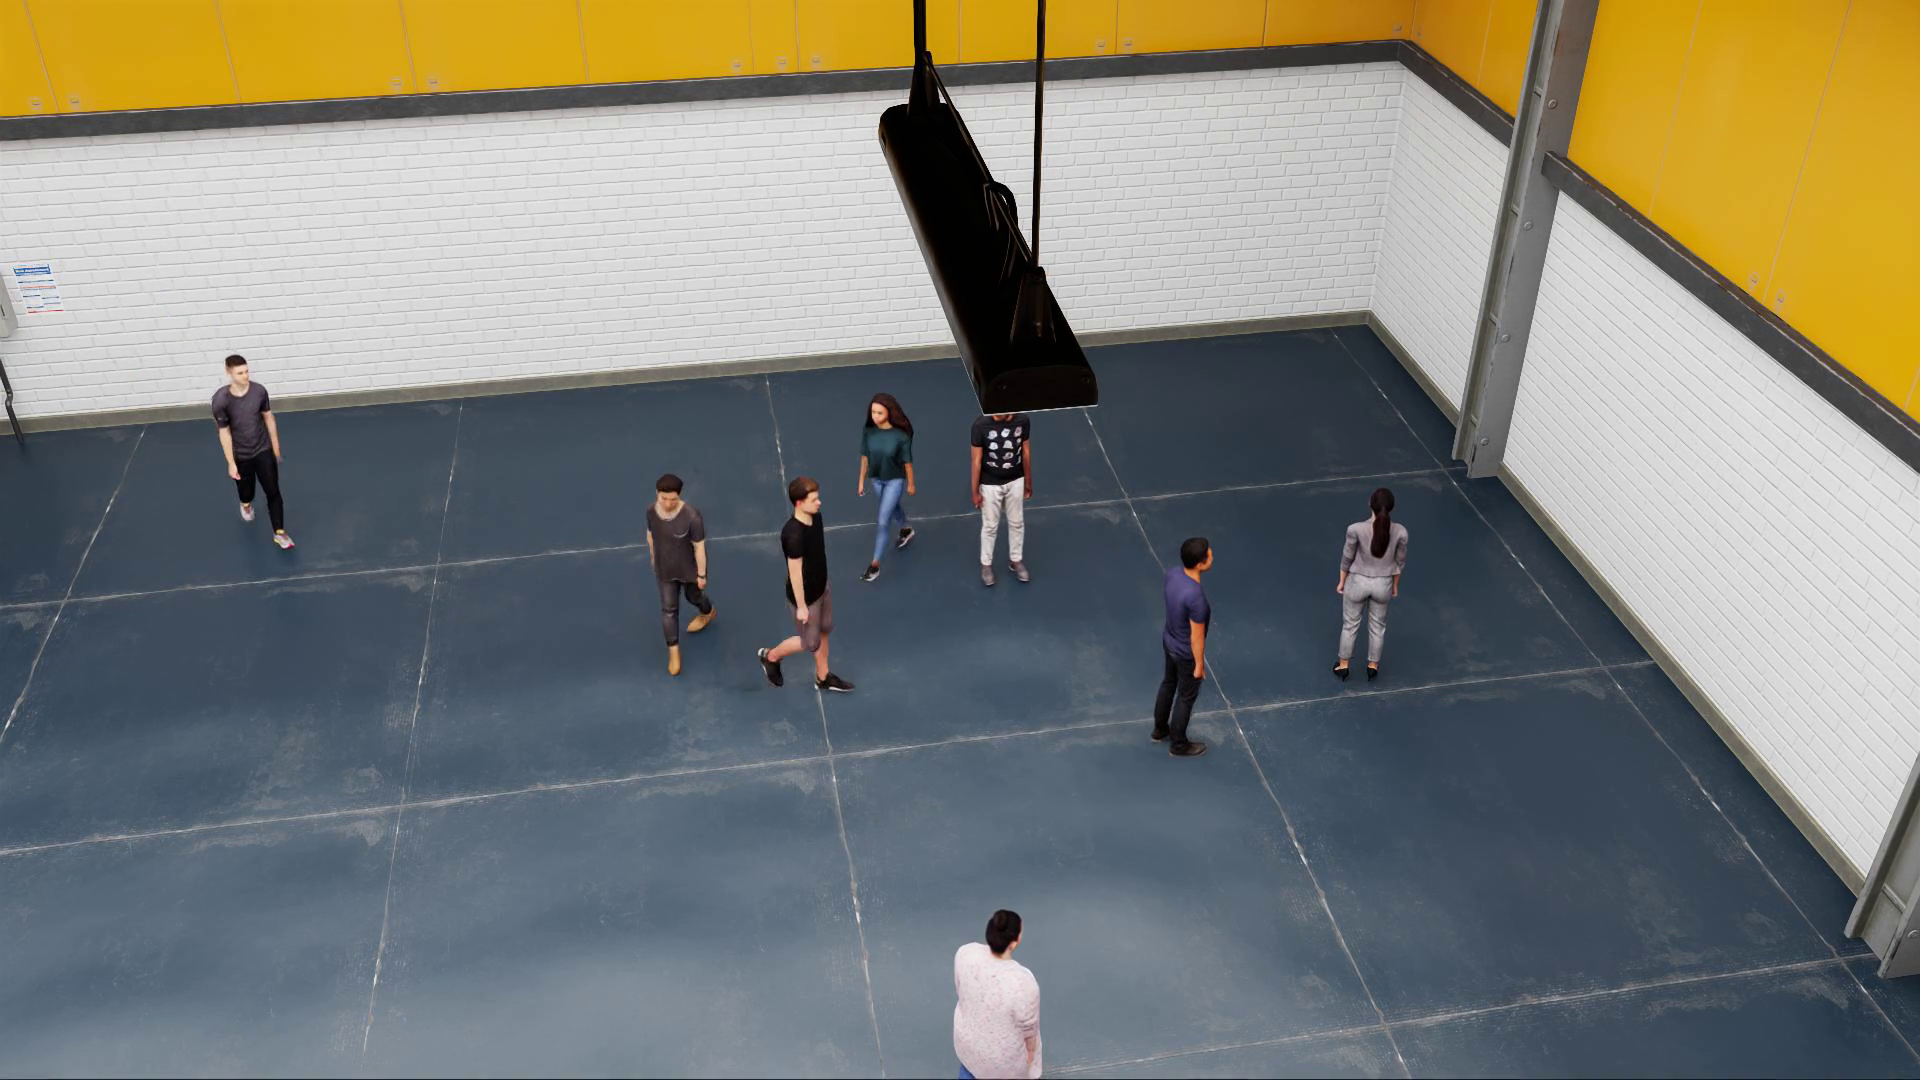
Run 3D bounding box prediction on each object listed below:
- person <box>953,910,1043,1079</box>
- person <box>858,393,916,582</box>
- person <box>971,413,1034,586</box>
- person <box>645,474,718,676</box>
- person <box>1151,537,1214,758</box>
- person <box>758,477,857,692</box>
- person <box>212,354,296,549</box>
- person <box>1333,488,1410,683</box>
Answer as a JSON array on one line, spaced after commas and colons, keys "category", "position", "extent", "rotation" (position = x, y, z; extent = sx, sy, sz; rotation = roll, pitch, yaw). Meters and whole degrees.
[{"category": "person", "position": [0.172, 2.608, 8.831], "extent": [0.786, 1.744, 0.855], "rotation": [23, 40, 31]}, {"category": "person", "position": [-0.556, -0.514, 13.685], "extent": [1.039, 1.570, 1.159], "rotation": [18, 37, 24]}, {"category": "person", "position": [0.332, -0.475, 13.418], "extent": [0.686, 1.800, 0.638], "rotation": [-9, 35, -14]}, {"category": "person", "position": [-2.113, 0.145, 12.608], "extent": [0.885, 1.664, 1.135], "rotation": [10, 35, 14]}, {"category": "person", "position": [1.533, 0.733, 11.607], "extent": [0.750, 1.793, 0.548], "rotation": [-11, 35, -16]}, {"category": "person", "position": [-1.184, 0.347, 12.134], "extent": [0.996, 1.853, 1.026], "rotation": [10, 35, 14]}, {"category": "person", "position": [-5.954, -0.760, 13.900], "extent": [0.948, 1.741, 1.087], "rotation": [-26, 41, -33]}, {"category": "person", "position": [3.023, 0.345, 12.295], "extent": [0.676, 1.678, 0.670], "rotation": [3, 34, 4]}]
